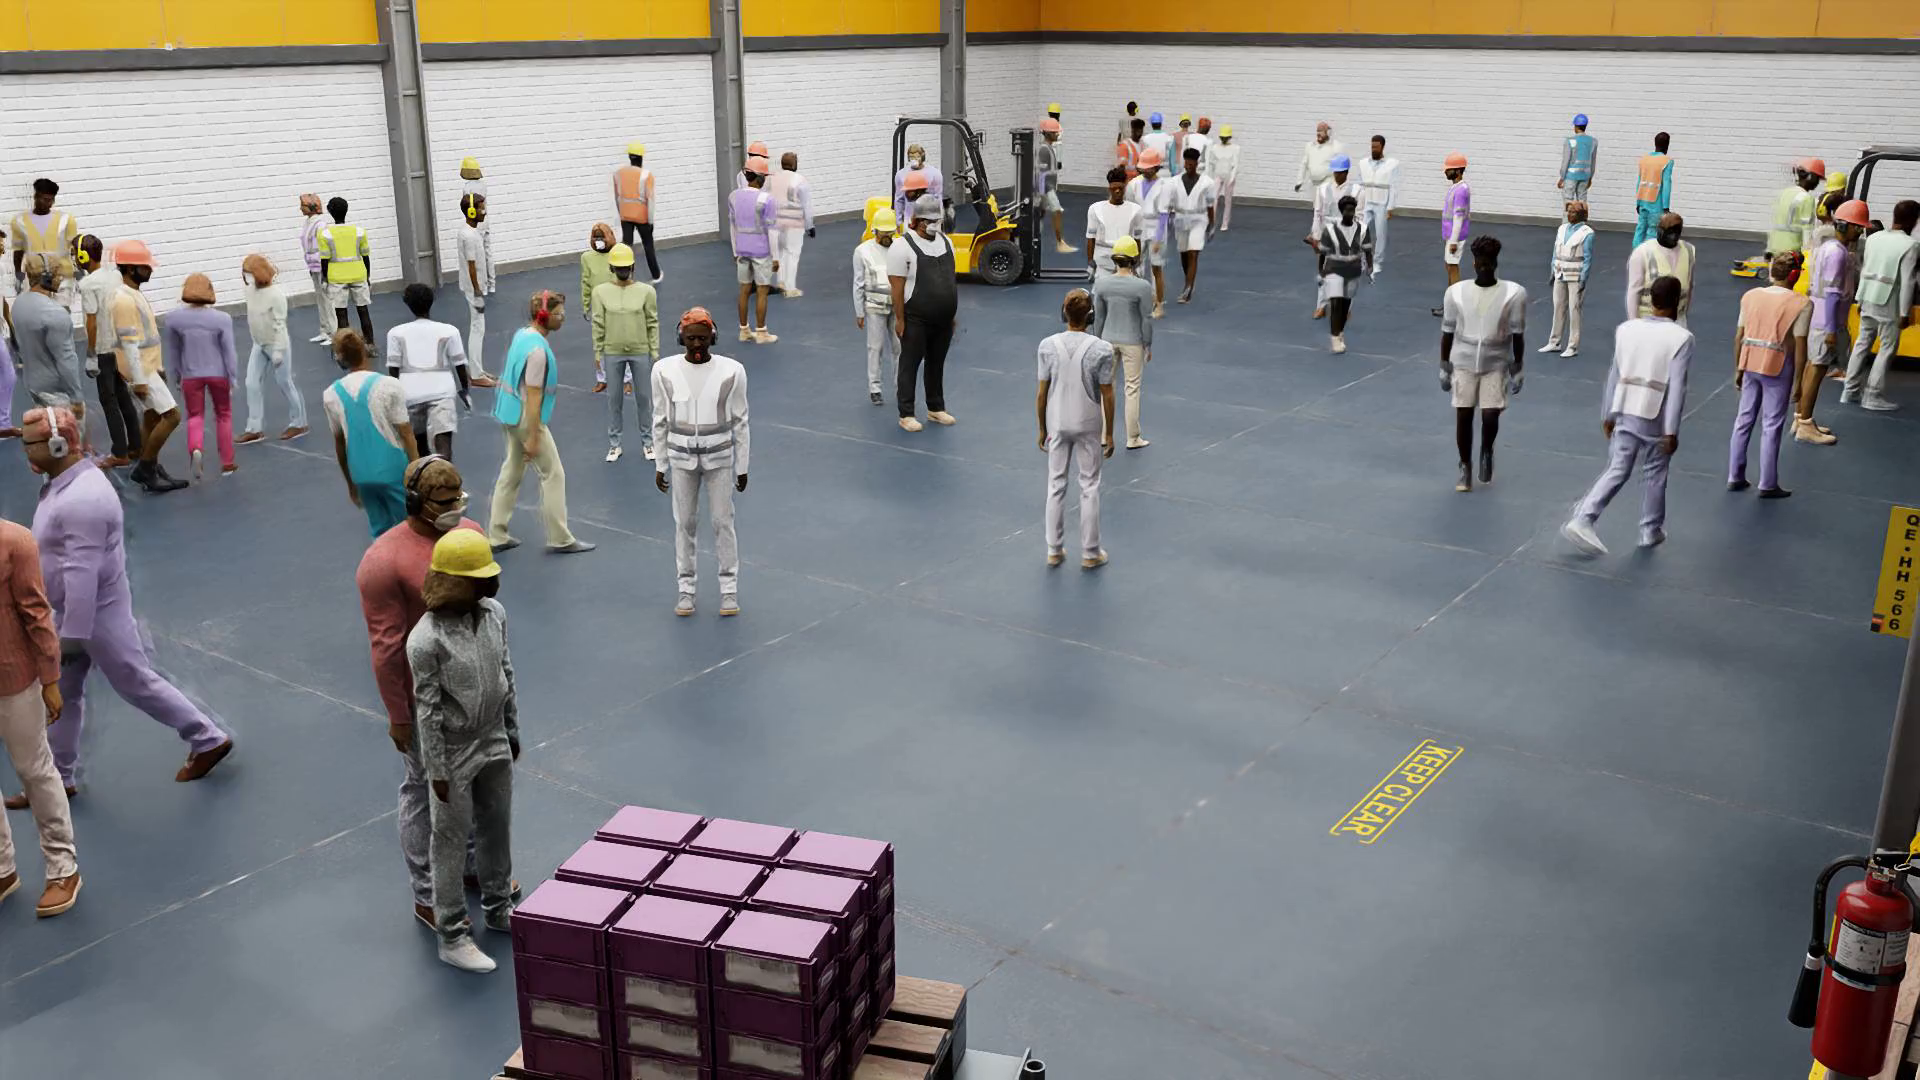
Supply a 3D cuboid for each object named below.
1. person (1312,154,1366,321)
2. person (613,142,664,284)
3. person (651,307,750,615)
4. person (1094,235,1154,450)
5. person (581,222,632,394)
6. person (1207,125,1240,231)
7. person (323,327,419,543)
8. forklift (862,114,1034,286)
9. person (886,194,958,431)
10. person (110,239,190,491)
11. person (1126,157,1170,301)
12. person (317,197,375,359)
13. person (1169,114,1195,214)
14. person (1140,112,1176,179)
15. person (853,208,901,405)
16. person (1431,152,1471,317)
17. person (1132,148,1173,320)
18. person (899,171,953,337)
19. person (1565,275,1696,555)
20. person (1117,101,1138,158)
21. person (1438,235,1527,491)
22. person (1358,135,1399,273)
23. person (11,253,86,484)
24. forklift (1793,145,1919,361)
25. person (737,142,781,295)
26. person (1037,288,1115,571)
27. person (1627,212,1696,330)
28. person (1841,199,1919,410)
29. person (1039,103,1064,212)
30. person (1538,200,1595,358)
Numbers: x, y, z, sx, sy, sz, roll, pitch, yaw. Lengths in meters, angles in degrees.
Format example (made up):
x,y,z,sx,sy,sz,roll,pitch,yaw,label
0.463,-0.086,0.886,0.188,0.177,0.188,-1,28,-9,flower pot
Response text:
x,y,z,sx,sy,sz,roll,pitch,yaw,label
4.421,-3.534,19.479,0.610,1.939,0.417,11,21,30,person
-4.213,-4.237,21.763,0.599,1.879,0.952,3,18,10,person
-1.544,-0.462,9.967,0.575,1.880,0.360,0,18,-2,person
1.354,-1.632,13.800,0.525,1.772,0.309,9,20,26,person
-3.348,-2.199,15.807,0.501,1.627,0.271,3,18,9,person
4.282,-5.882,27.158,0.522,1.716,0.884,7,19,20,person
-3.376,-0.335,9.716,0.602,1.799,0.391,1,18,5,person
-0.171,-4.594,22.377,2.313,2.155,1.214,1,18,3,forklift
-0.267,-1.973,14.428,0.688,2.000,0.536,-15,23,-38,person
-6.084,-1.285,12.463,0.399,1.922,0.561,-7,19,-21,person
2.309,-3.877,20.727,0.628,1.838,0.429,-8,19,-23,person
-6.360,-2.699,17.250,0.540,1.698,0.317,-13,22,-36,person
3.993,-6.727,29.765,0.532,1.755,0.341,-2,18,-6,person
3.193,-5.999,27.180,0.642,1.934,0.424,1,18,2,person
-0.687,-2.152,15.356,0.605,1.817,0.403,-7,19,-21,person
5.845,-3.626,19.784,0.388,1.930,0.544,3,18,10,person
2.152,-3.542,19.401,0.750,2.005,0.601,-16,23,-40,person
-0.403,-2.919,17.574,0.460,1.924,0.549,-3,18,-8,person
4.531,-0.824,11.131,0.884,1.871,0.636,-12,21,-33,person
3.252,-7.400,31.688,0.533,1.865,0.311,8,19,24,person
3.917,-1.312,12.506,0.645,1.948,0.423,7,19,22,person
5.673,-4.589,22.868,0.595,1.889,0.851,11,21,30,person
-6.377,-1.057,11.751,0.635,1.929,0.381,13,22,35,person
9.803,-2.879,17.013,2.313,2.155,1.214,12,21,33,forklift
-2.576,-4.108,21.289,0.543,1.928,0.373,13,22,35,person
0.751,-0.709,10.792,0.517,1.842,0.327,6,19,18,person
6.274,-2.008,14.885,0.650,1.822,0.519,-2,18,-7,person
8.412,-2.151,15.210,0.420,1.905,0.661,-4,18,-12,person
1.662,-6.919,30.081,0.388,1.926,0.590,-11,21,-30,person
6.421,-2.753,17.516,0.309,1.641,0.514,-8,19,-23,person
